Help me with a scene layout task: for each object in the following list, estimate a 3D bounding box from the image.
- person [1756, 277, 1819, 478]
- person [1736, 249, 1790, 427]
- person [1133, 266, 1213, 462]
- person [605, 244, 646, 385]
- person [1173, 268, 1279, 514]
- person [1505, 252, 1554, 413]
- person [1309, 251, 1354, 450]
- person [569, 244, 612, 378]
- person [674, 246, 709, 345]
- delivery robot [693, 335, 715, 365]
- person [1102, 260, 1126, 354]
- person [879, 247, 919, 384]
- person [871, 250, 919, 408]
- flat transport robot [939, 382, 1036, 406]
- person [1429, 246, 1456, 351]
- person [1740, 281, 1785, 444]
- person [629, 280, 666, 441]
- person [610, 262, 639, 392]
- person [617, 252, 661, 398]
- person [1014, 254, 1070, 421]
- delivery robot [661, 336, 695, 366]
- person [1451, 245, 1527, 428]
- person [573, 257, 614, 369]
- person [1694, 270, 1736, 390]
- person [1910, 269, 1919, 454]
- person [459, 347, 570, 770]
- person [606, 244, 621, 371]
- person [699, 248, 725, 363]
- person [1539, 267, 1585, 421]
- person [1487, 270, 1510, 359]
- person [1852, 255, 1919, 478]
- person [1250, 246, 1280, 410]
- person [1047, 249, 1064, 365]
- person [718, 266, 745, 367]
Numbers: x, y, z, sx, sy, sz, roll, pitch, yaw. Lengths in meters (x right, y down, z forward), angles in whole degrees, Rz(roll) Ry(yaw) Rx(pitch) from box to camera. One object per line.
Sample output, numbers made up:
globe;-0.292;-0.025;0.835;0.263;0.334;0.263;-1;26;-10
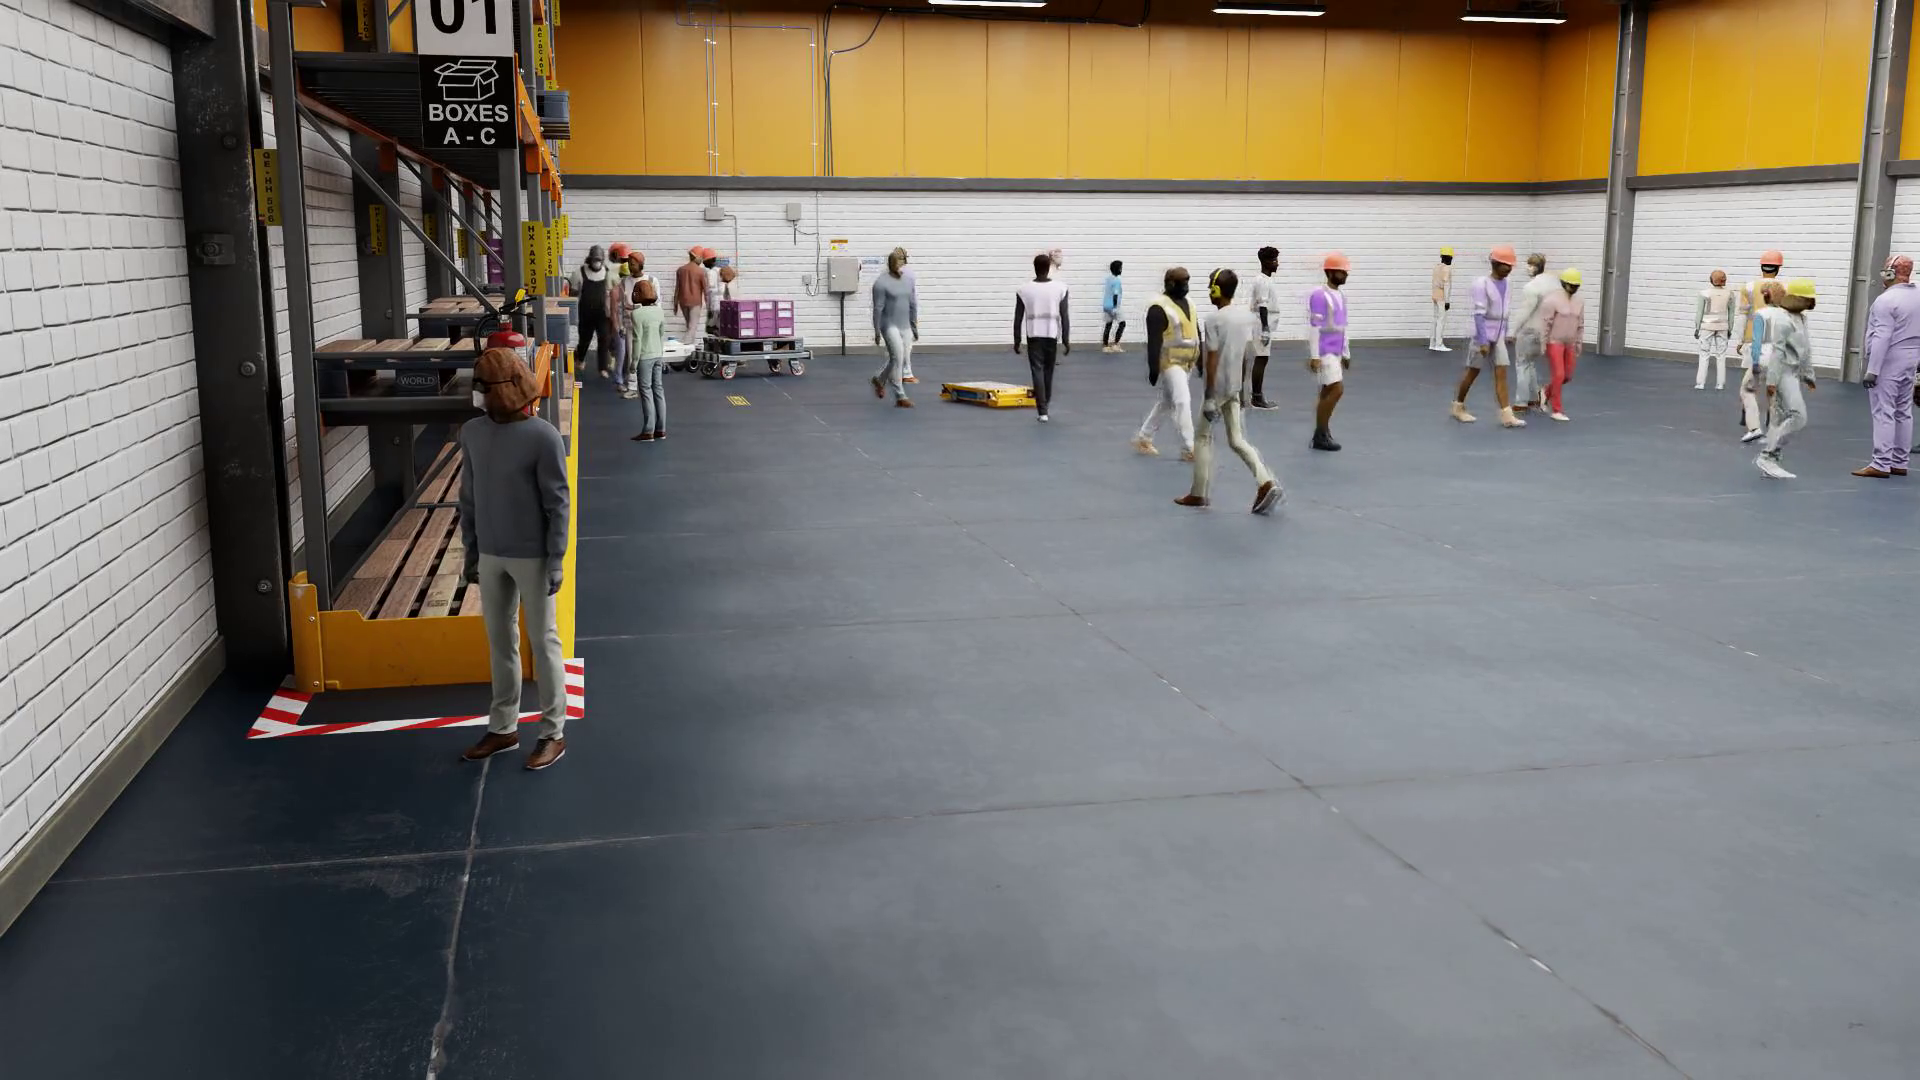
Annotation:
person;7.062;-1.362;14.145;0.399;1.724;0.505;8;13;39
person;8.818;-2.209;18.232;0.551;1.935;0.375;6;12;29
person;1.969;-1.641;15.474;0.931;1.807;0.629;8;13;38
person;-4.650;-3.181;23.510;0.630;1.965;0.693;-8;13;-36
person;2.024;-1.117;12.477;0.525;1.840;0.888;-9;13;-40
person;6.707;-2.428;19.586;0.469;1.895;0.694;9;14;41
person;3.630;-1.811;16.058;0.498;1.923;0.566;8;13;37
person;-5.493;-3.459;24.870;0.705;2.000;0.892;-4;11;-22
person;-4.520;-3.945;27.867;0.690;1.938;0.909;5;11;25
delivery robot;-3.886;-2.971;26.027;0.477;0.478;0.707;7;12;33
person;2.784;-4.163;29.791;0.512;1.675;0.536;-3;11;-18
person;-0.859;-3.173;23.567;0.627;1.940;0.371;7;12;33
person;-0.856;-2.582;20.386;0.807;1.913;0.666;10;14;44
flat transport robot;0.369;-1.836;20.783;0.652;0.197;1.431;-6;12;-30
person;8.884;-4.436;30.604;0.376;1.922;0.594;-1;10;-5
person;8.049;-1.752;16.571;0.513;1.625;0.432;-3;11;-14
person;-3.184;-1.821;16.927;0.279;1.633;0.505;5;11;24
person;-4.467;-2.858;22.359;0.477;1.741;0.586;8;13;39
person;-4.125;-2.751;21.390;0.577;1.881;0.349;3;11;14
person;0.920;-2.313;18.993;0.615;1.864;1.021;-1;10;-5
delivery robot;-4.432;-2.883;25.539;0.707;0.478;0.477;-9;13;-40
person;5.808;-2.232;18.247;0.617;1.983;1.030;-6;12;-28
person;-5.808;-3.570;26.203;0.993;1.780;0.503;-8;13;-37
person;10.279;-2.855;22.667;0.509;1.629;0.314;1;10;6
person;9.230;-1.759;15.808;0.411;1.916;0.541;4;11;21
person;-1.724;0.073;6.432;0.501;1.631;0.285;5;11;26
person;-5.360;-3.624;25.997;0.621;1.963;1.049;1;10;6
person;-3.994;-3.831;27.329;0.578;1.908;0.570;1;10;7
person;6.828;-2.243;18.995;0.539;1.737;0.644;-3;11;-18
person;9.162;-3.986;28.403;0.427;1.818;0.617;-1;10;-4
person;7.994;-1.486;14.314;0.645;1.907;0.400;-6;12;-29
person;3.676;-2.556;20.072;0.362;1.965;0.611;1;10;7
person;1.539;-3.801;27.175;0.420;1.892;0.667;2;11;13
person;-3.726;-3.574;26.682;0.554;1.603;0.534;0;10;-2
